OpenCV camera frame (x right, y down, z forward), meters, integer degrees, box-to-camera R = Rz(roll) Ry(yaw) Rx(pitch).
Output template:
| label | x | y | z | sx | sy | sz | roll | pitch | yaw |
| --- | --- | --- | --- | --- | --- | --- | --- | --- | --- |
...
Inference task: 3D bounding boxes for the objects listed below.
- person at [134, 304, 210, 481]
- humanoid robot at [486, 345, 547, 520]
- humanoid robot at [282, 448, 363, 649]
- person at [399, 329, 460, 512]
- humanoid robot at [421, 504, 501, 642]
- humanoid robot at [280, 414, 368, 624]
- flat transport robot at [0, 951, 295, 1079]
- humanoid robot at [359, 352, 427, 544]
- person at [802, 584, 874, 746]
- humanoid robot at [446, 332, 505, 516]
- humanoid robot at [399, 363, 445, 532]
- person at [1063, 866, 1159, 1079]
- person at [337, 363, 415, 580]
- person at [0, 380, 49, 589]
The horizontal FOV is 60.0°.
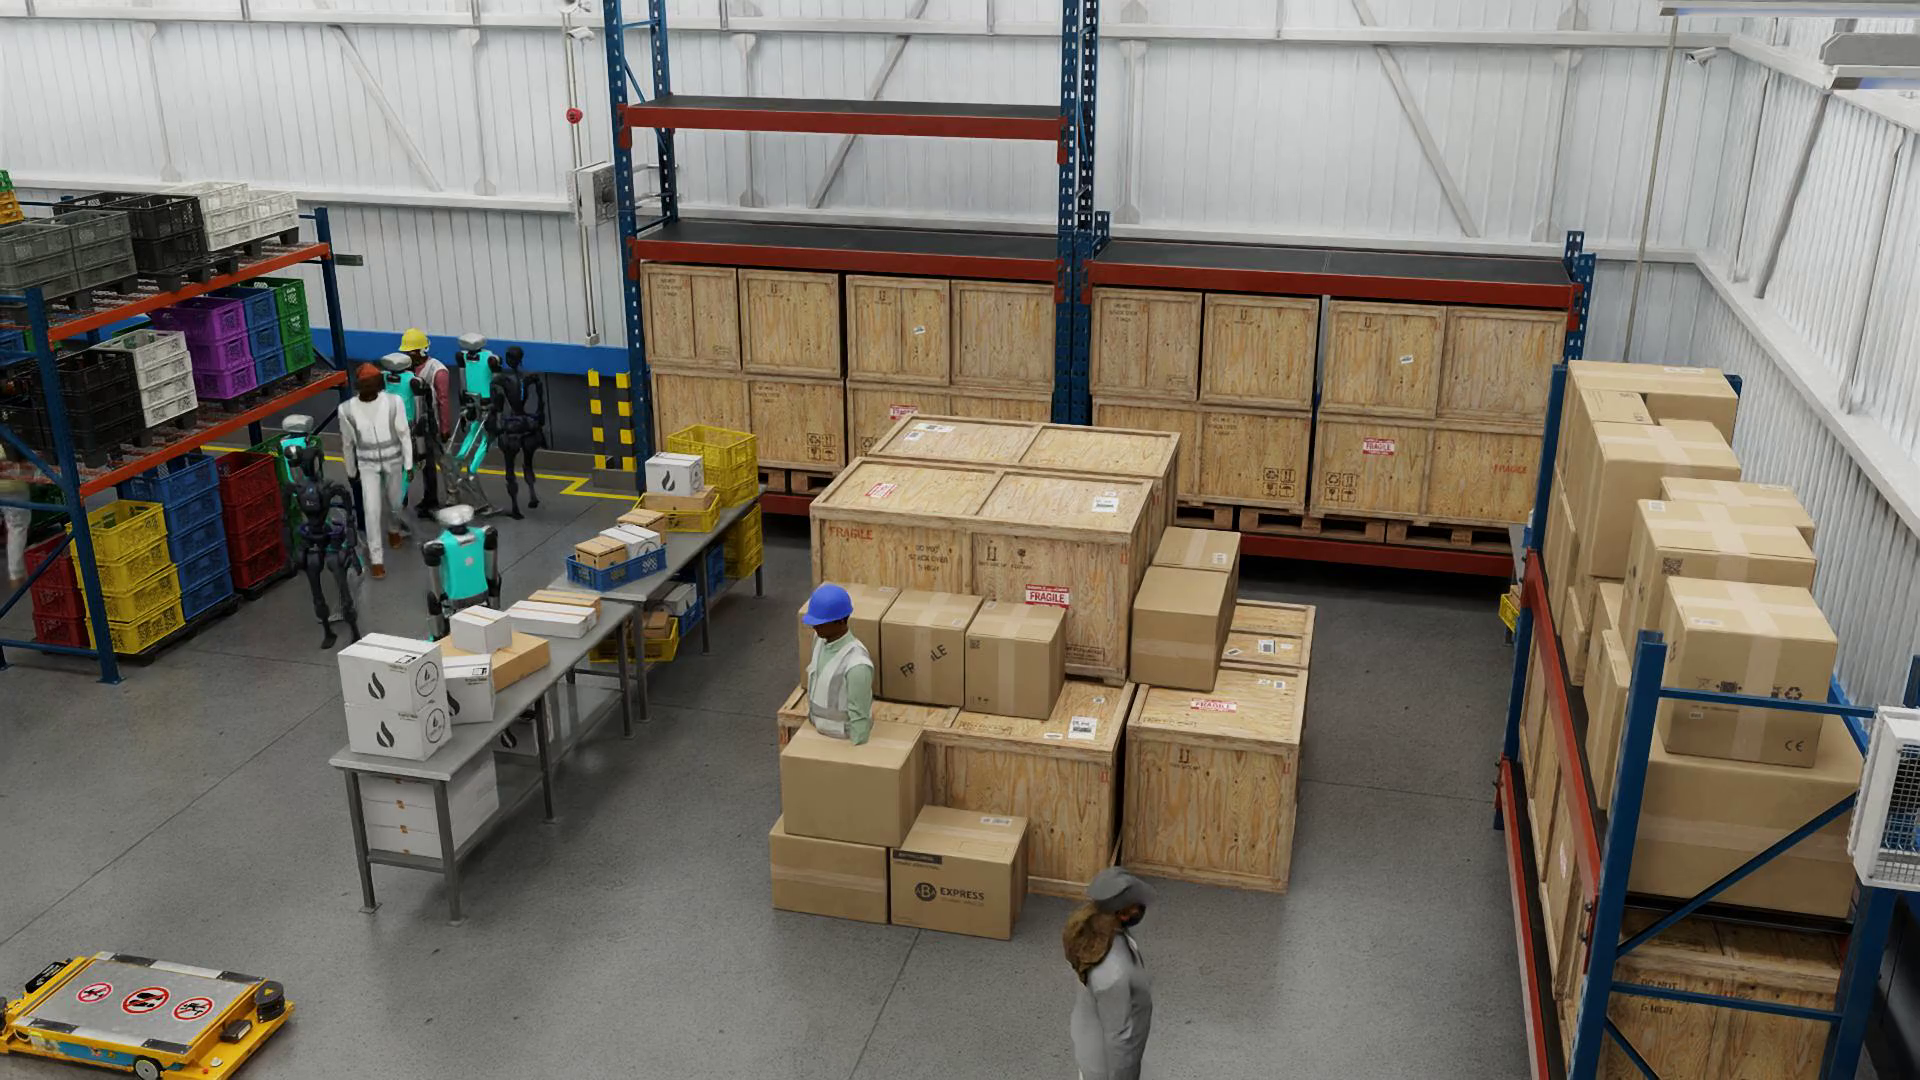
| label | x | y | z | sx | sy | sz | roll | pitch | yaw |
| --- | --- | --- | --- | --- | --- | --- | --- | --- | --- |
| person | -7.626 | -1.387 | 16.192 | 0.605 | 2.044 | 0.370 | 2 | 21 | 6 |
| humanoid robot | -4.205 | -1.025 | 15.761 | 0.613 | 1.638 | 0.323 | -16 | 26 | -35 |
| humanoid robot | -4.936 | 0.086 | 12.845 | 0.599 | 1.641 | 0.466 | -1 | 21 | -2 |
| person | -5.063 | -1.120 | 15.804 | 0.587 | 1.823 | 0.405 | 12 | 24 | 28 |
| humanoid robot | -3.590 | 0.525 | 11.661 | 0.536 | 1.777 | 0.984 | -19 | 28 | -40 |
| humanoid robot | -4.989 | -0.107 | 13.398 | 0.711 | 1.881 | 0.550 | -5 | 22 | -13 |
| flat transport robot | -4.270 | 2.464 | 8.601 | 1.431 | 0.231 | 0.659 | 5 | 22 | 13 |
| humanoid robot | -5.125 | -0.739 | 14.960 | 0.548 | 1.822 | 0.673 | 10 | 23 | 24 |
| person | -0.705 | 1.150 | 9.706 | 0.411 | 1.939 | 0.602 | -11 | 23 | -26 |
| humanoid robot | -4.613 | -1.039 | 15.637 | 0.538 | 1.756 | 0.671 | 12 | 24 | 28 |
| humanoid robot | -5.088 | -0.897 | 15.418 | 0.371 | 1.640 | 0.612 | 16 | 26 | 36 |
| person | 0.631 | 2.196 | 7.197 | 0.400 | 1.768 | 0.574 | -1 | 21 | -4 |
| person | -5.101 | -0.673 | 14.596 | 0.572 | 1.844 | 0.939 | -9 | 23 | -21 |
| person | -8.106 | -0.462 | 14.111 | 0.662 | 1.804 | 0.468 | -4 | 21 | -10 |
